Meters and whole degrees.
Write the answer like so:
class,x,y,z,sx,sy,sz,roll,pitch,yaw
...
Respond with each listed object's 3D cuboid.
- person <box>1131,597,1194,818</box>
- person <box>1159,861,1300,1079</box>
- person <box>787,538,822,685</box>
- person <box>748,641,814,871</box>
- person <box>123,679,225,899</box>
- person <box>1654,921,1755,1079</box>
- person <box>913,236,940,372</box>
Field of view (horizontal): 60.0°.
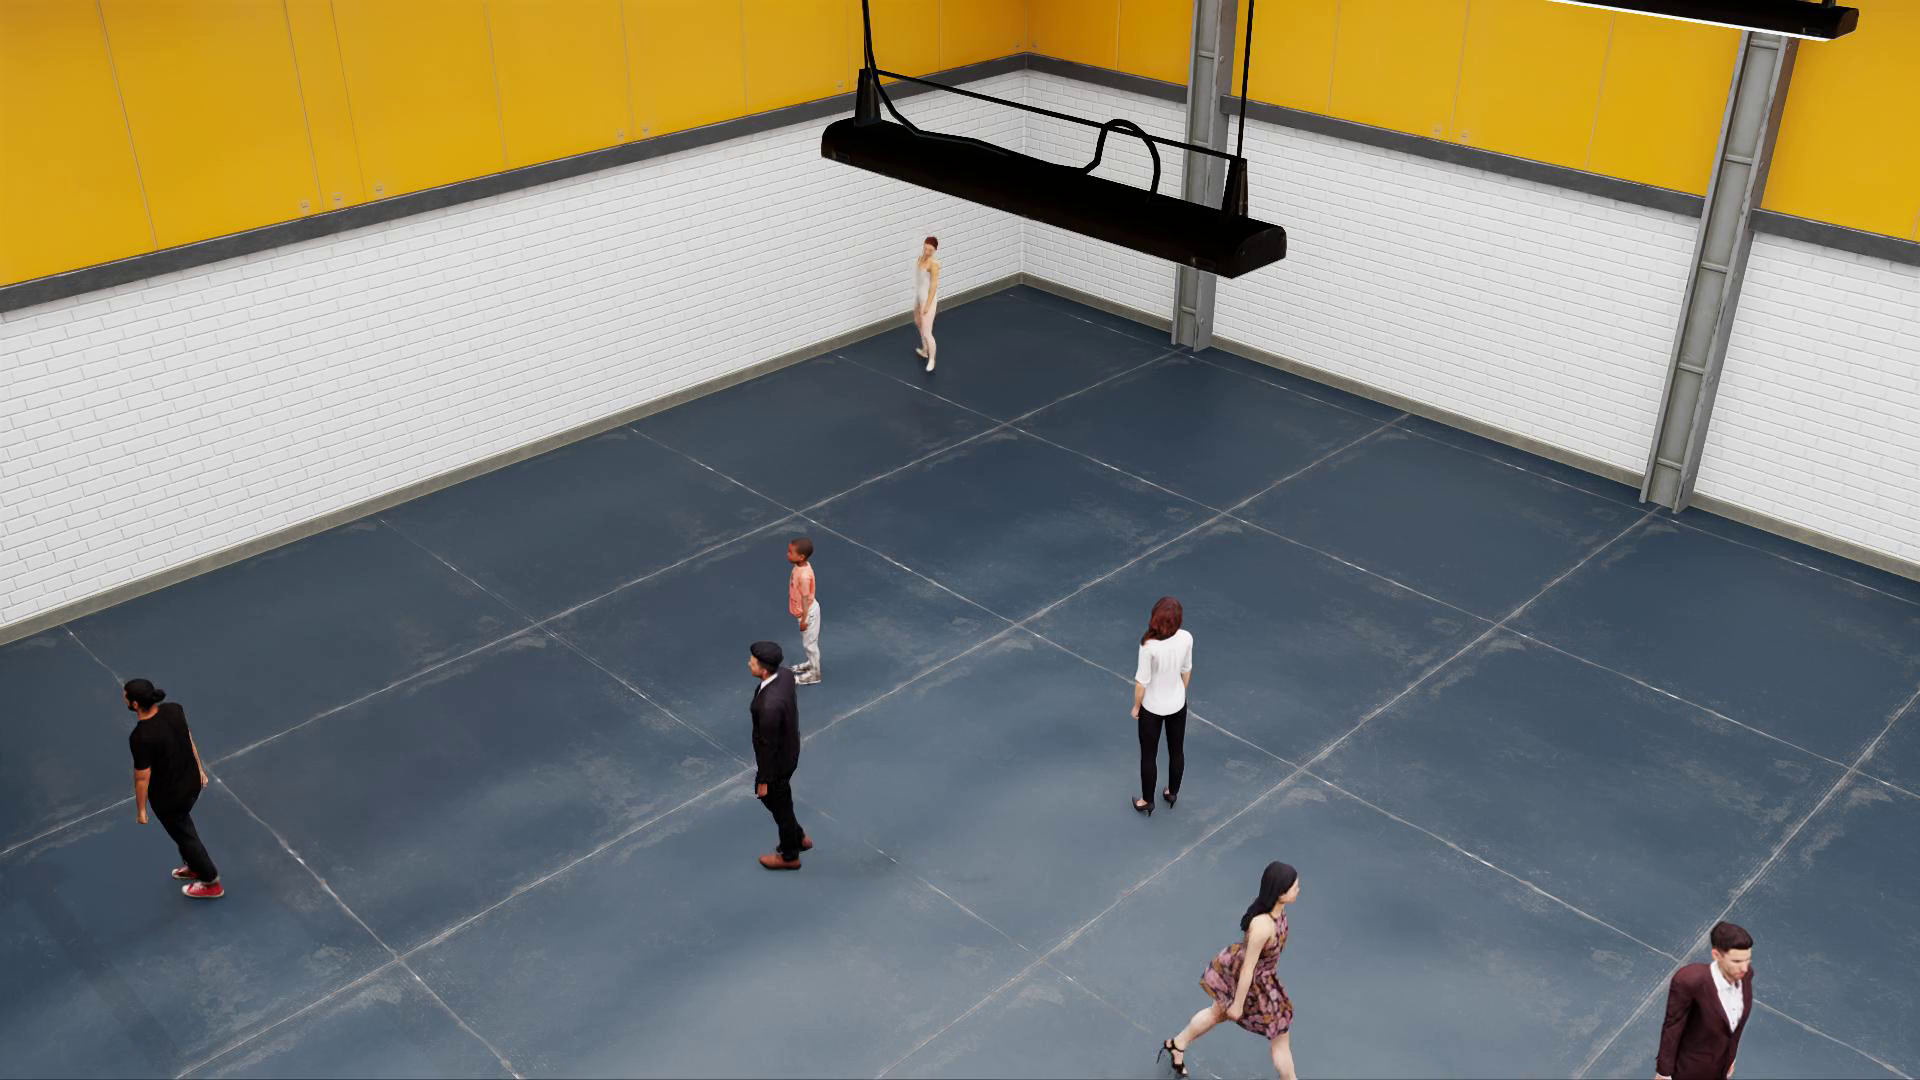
class,x,y,z,sx,sy,sz,roll,pitch,yaw
person,1.459,1.203,11.953,0.674,1.795,0.642,-12,31,-20
person,1.583,2.553,9.556,1.284,1.720,1.006,11,31,19
person,-1.253,0.566,13.628,0.614,1.310,0.535,-6,29,-11
person,-1.158,1.489,11.348,0.879,1.873,0.844,3,29,6
person,-5.180,1.679,11.134,0.857,1.745,0.804,5,29,8
person,3.966,2.798,8.955,0.767,1.866,0.751,-10,30,-18
person,-0.397,-2.808,19.496,0.853,1.613,0.548,-10,30,-17
